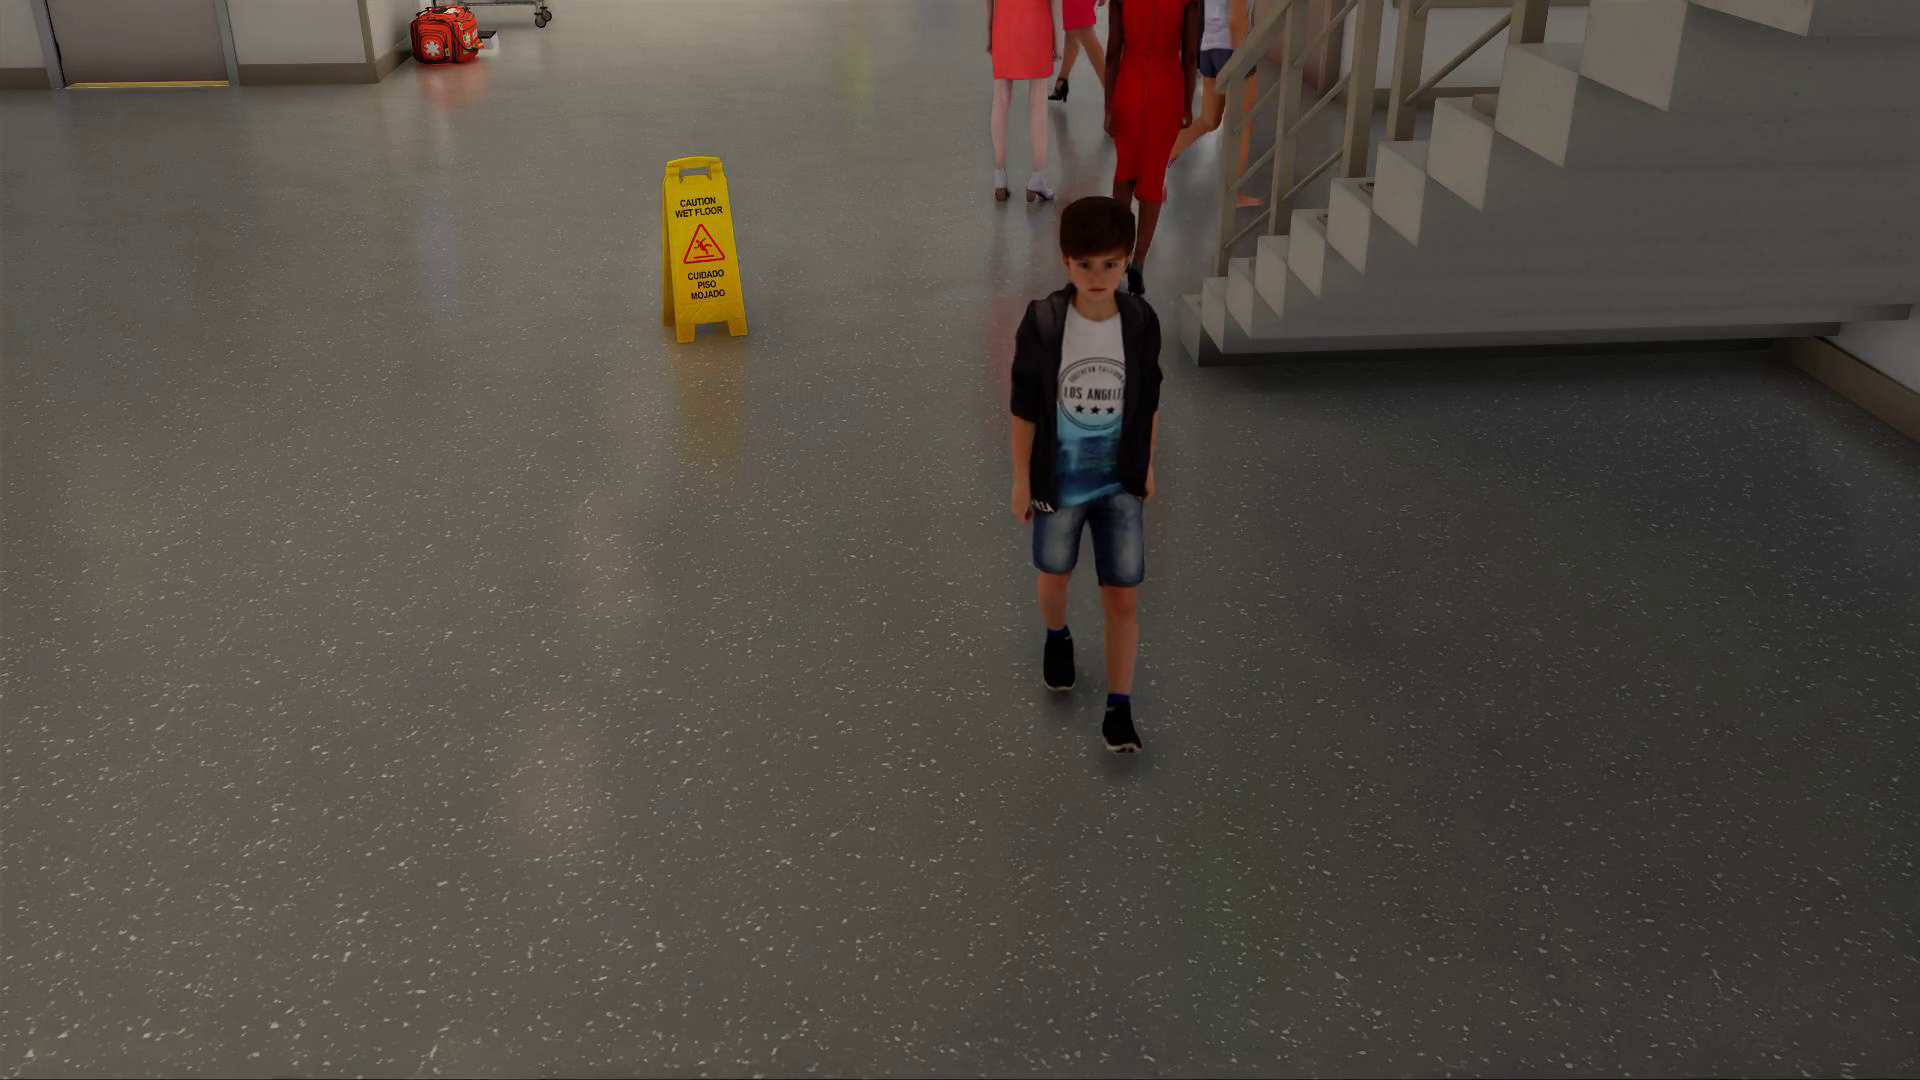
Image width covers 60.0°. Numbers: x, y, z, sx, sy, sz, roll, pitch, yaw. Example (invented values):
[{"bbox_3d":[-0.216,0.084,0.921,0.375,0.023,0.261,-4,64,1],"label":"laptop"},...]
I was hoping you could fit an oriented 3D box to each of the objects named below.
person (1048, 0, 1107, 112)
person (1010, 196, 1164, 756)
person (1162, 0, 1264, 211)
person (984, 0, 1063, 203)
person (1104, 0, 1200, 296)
[{"bbox_3d":[0.901,-3.841,11.623,0.949,1.688,1.106,-19,32,-34],"label":"person"},{"bbox_3d":[0.321,-0.191,4.371,0.552,1.412,0.921,-2,26,-4],"label":"person"},{"bbox_3d":[1.379,-2.620,9.060,0.839,1.714,0.973,-10,27,-19],"label":"person"},{"bbox_3d":[0.347,-2.834,9.375,0.670,1.826,0.658,9,27,19],"label":"person"},{"bbox_3d":[0.865,-1.960,7.674,0.662,1.730,0.732,5,26,11],"label":"person"}]
